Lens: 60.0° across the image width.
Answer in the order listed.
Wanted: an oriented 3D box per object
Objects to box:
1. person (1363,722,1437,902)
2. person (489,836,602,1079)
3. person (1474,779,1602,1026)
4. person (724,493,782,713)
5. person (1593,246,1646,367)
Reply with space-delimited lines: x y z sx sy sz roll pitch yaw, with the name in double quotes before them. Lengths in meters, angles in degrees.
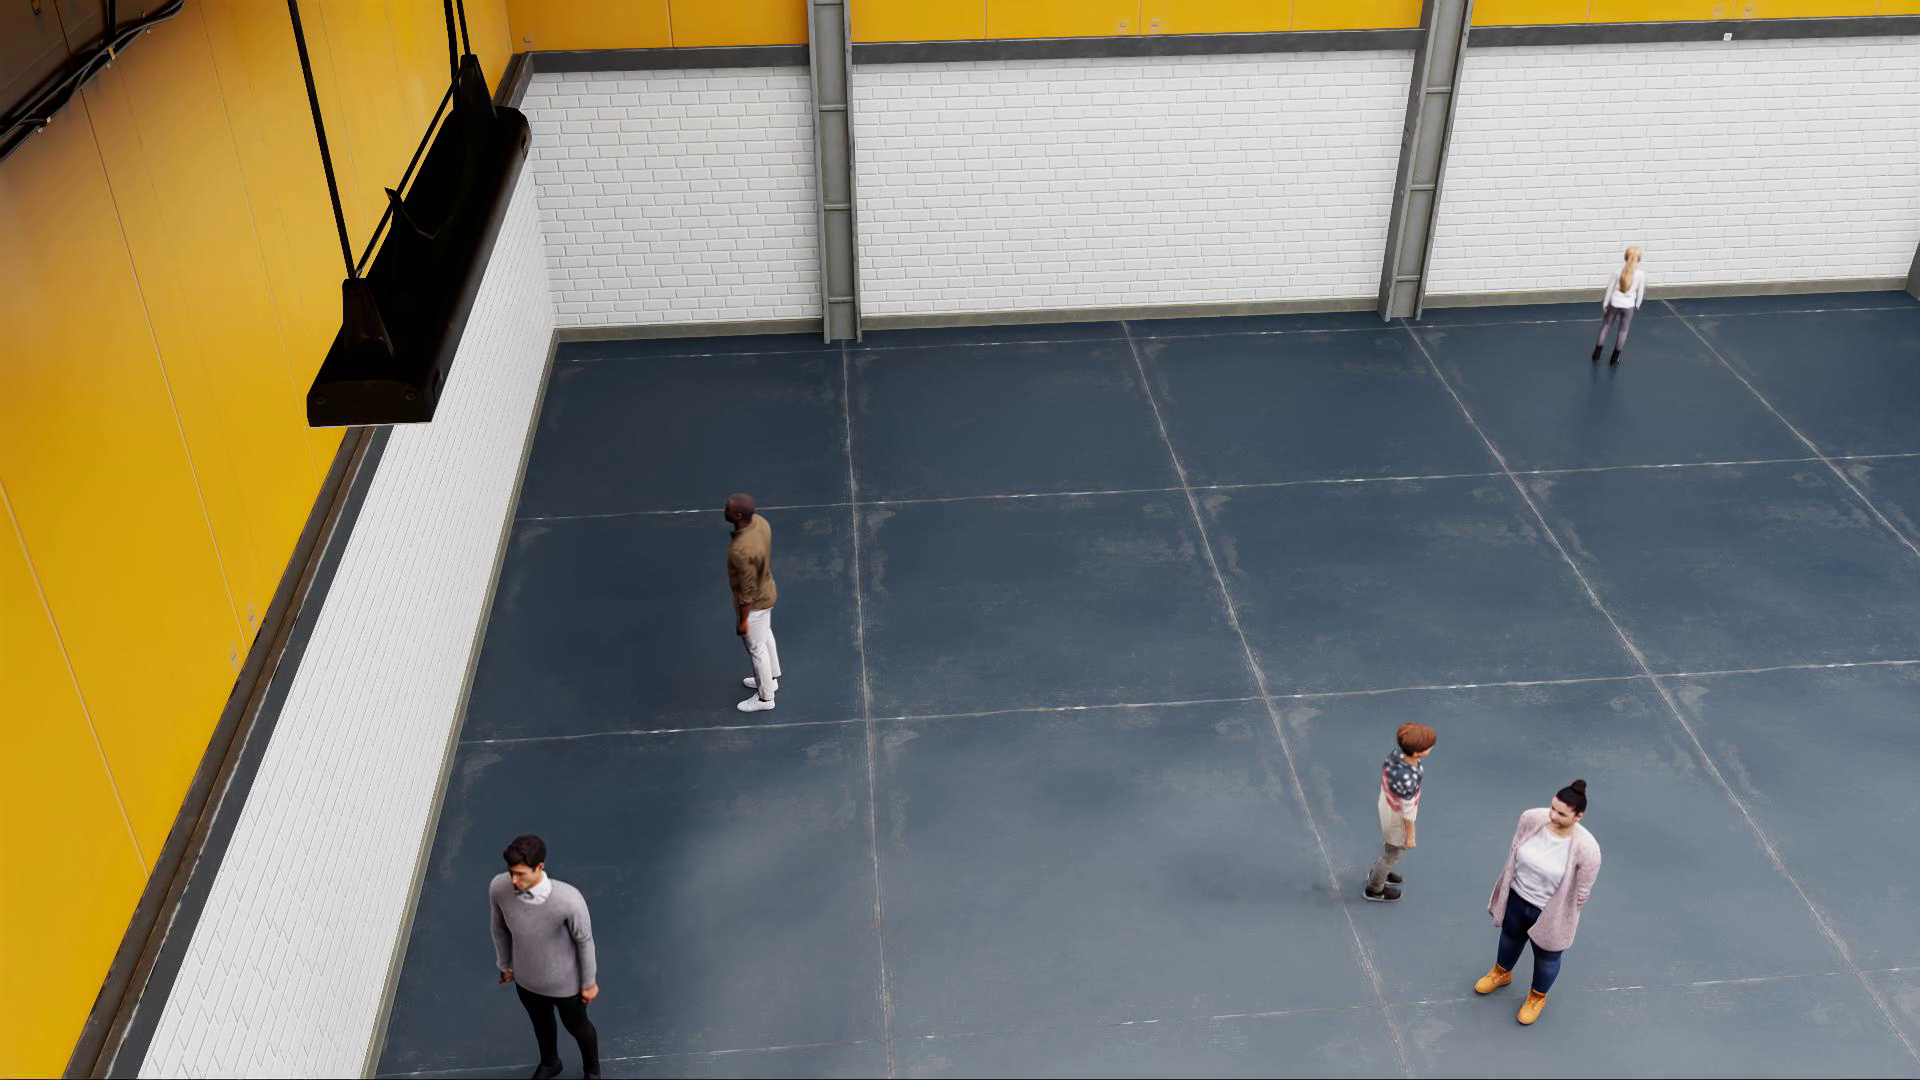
"person" 2.686 1.711 10.435 0.536 1.429 0.551 0 34 0
"person" -2.229 2.333 9.054 0.703 1.922 0.883 9 35 14
"person" 3.376 2.060 9.626 0.823 1.743 0.798 -24 41 -32
"person" -1.489 0.434 11.998 0.654 1.825 0.761 4 34 5
"person" 6.637 -2.339 16.666 0.602 1.276 0.669 16 37 22
